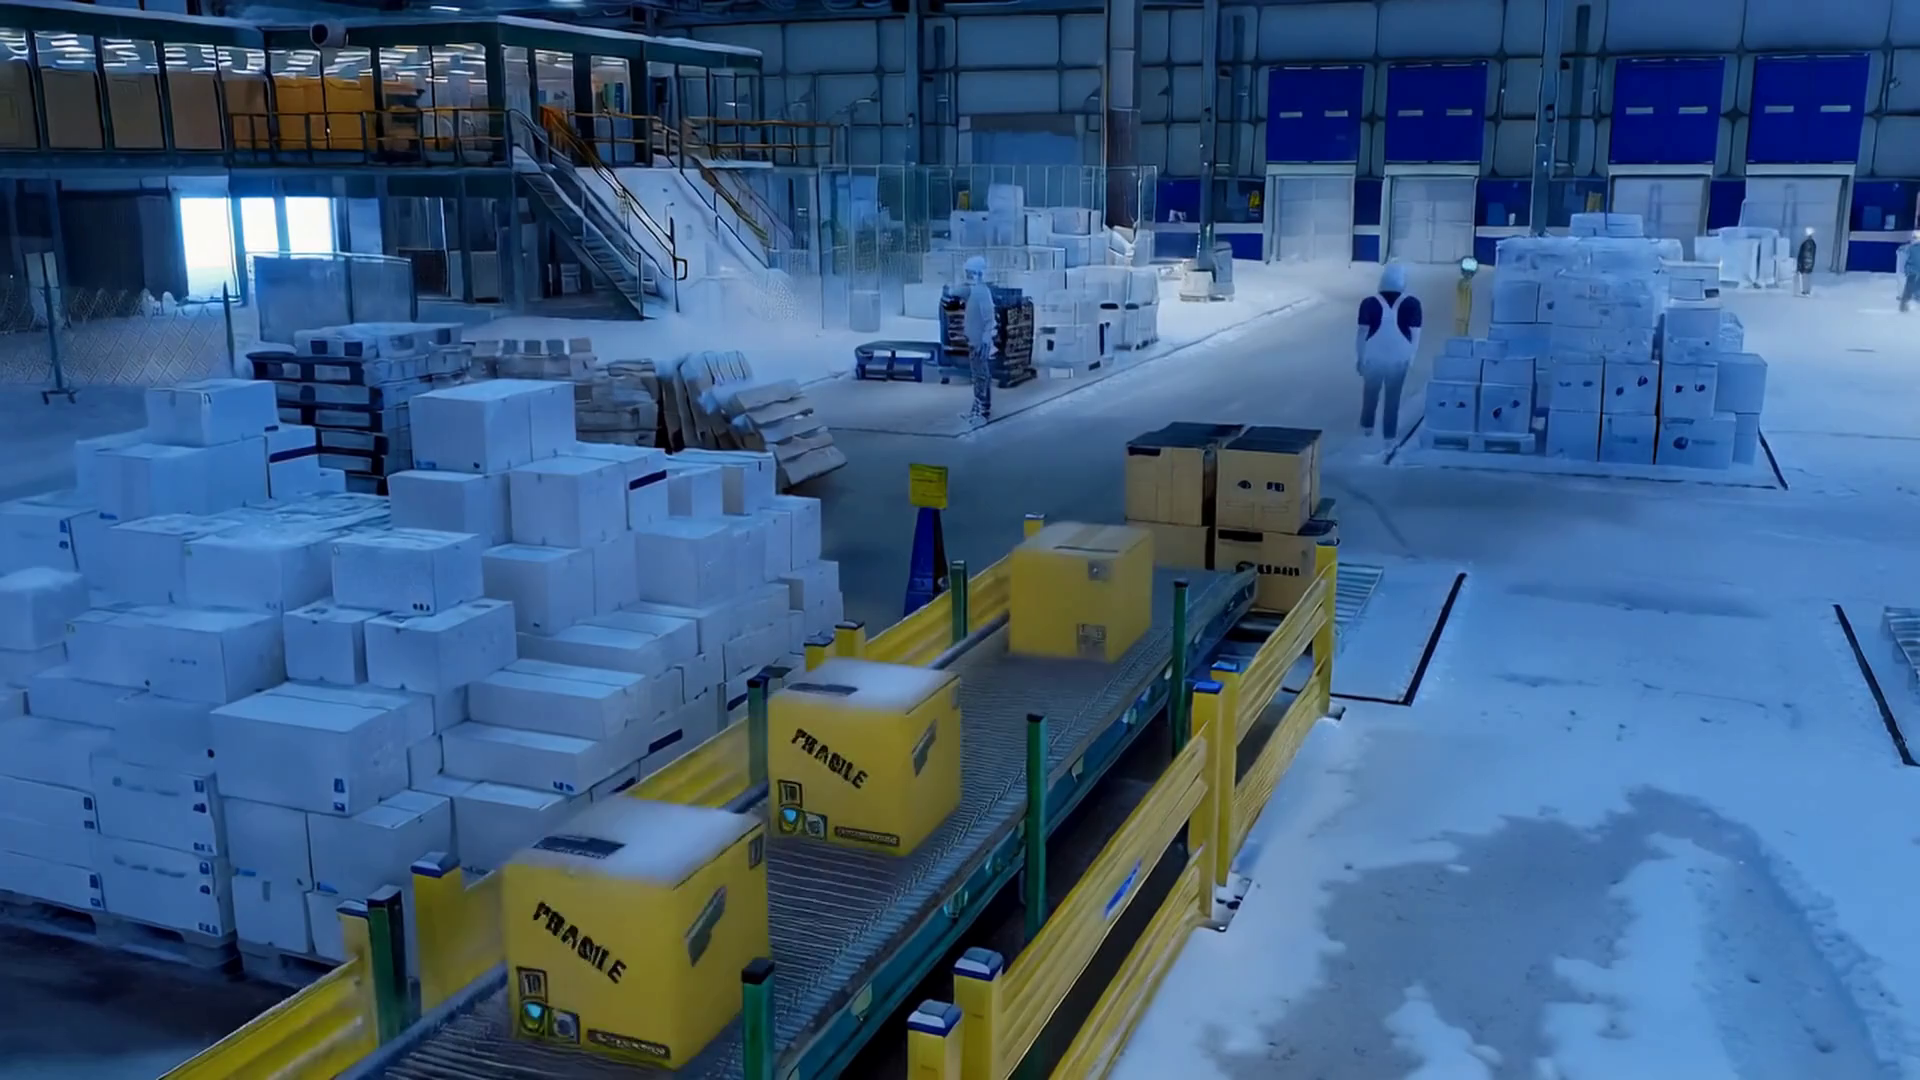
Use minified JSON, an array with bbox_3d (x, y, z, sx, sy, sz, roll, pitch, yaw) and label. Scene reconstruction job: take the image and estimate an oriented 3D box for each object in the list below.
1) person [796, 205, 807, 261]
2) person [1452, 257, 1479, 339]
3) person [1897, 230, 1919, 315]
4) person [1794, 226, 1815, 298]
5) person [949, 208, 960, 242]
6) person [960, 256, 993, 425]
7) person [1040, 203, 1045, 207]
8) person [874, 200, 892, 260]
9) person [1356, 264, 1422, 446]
[{"bbox_3d":[-5.380,-10.174,55.173,0.627,1.844,0.429,-7,15,-30],"label":"person"},{"bbox_3d":[7.291,-3.199,24.058,0.314,1.768,0.527,0,13,-1],"label":"person"},{"bbox_3d":[20.106,-5.586,34.669,0.875,1.805,0.653,5,13,21],"label":"person"},{"bbox_3d":[20.025,-6.573,39.347,0.315,1.696,0.541,2,13,10],"label":"person"},{"bbox_3d":[-0.039,-8.707,48.434,0.552,1.913,0.776,4,13,18],"label":"person"},{"bbox_3d":[0.205,-2.378,19.854,0.381,1.994,0.619,-2,13,-7],"label":"person"},{"bbox_3d":[2.671,-9.916,53.774,0.615,1.947,0.388,0,13,0],"label":"person"},{"bbox_3d":[-2.579,-10.378,55.760,0.609,1.985,0.392,7,14,29],"label":"person"},{"bbox_3d":[4.753,-2.098,18.497,0.681,2.000,1.063,3,13,13],"label":"person"}]
